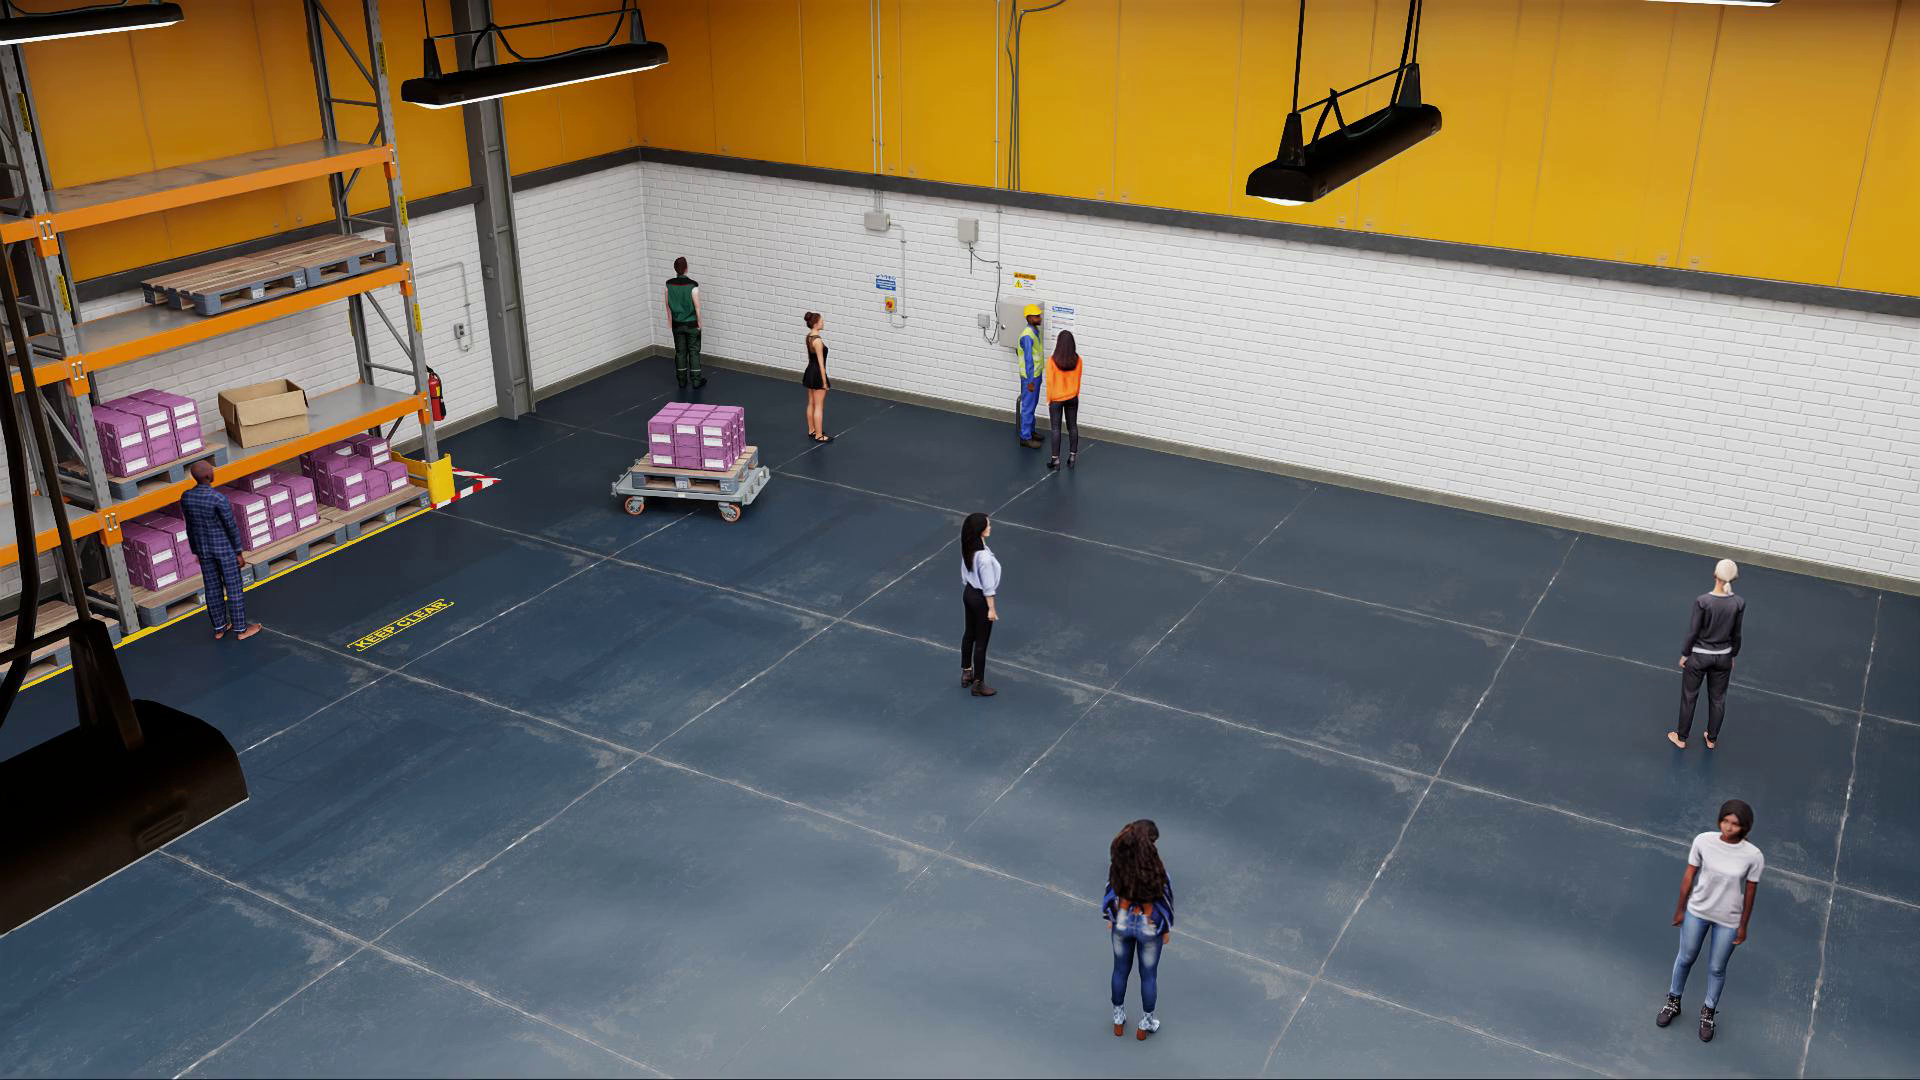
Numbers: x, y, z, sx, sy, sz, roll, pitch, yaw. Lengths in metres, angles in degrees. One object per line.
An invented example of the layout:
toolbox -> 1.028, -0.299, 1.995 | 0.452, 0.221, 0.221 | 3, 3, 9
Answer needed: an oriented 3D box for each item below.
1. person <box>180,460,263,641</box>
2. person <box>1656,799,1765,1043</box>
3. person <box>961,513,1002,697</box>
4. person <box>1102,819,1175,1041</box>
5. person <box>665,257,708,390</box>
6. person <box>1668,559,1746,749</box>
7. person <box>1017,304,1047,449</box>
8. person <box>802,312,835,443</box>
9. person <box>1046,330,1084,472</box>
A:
person -> -7.105, 0.089, 15.893 | 0.744, 1.818, 0.720 | 3, 24, 8
person -> 4.837, 2.421, 10.682 | 0.590, 1.719, 0.523 | 14, 27, 30
person -> 0.161, 0.562, 14.904 | 0.751, 1.744, 0.739 | -11, 26, -24
person -> 1.138, 2.482, 10.669 | 0.641, 1.618, 0.581 | 10, 25, 21
person -> -3.787, -3.007, 22.948 | 0.721, 1.842, 0.704 | 4, 24, 10
person -> 6.322, 0.956, 14.027 | 0.687, 1.726, 0.666 | 2, 24, 4
person -> 0.900, -2.080, 20.861 | 0.783, 1.813, 0.609 | 6, 24, 14
person -> -1.816, -2.073, 21.021 | 0.718, 1.673, 0.678 | -11, 26, -23
person -> 1.255, -1.696, 20.065 | 0.690, 1.748, 0.771 | -9, 25, -20
